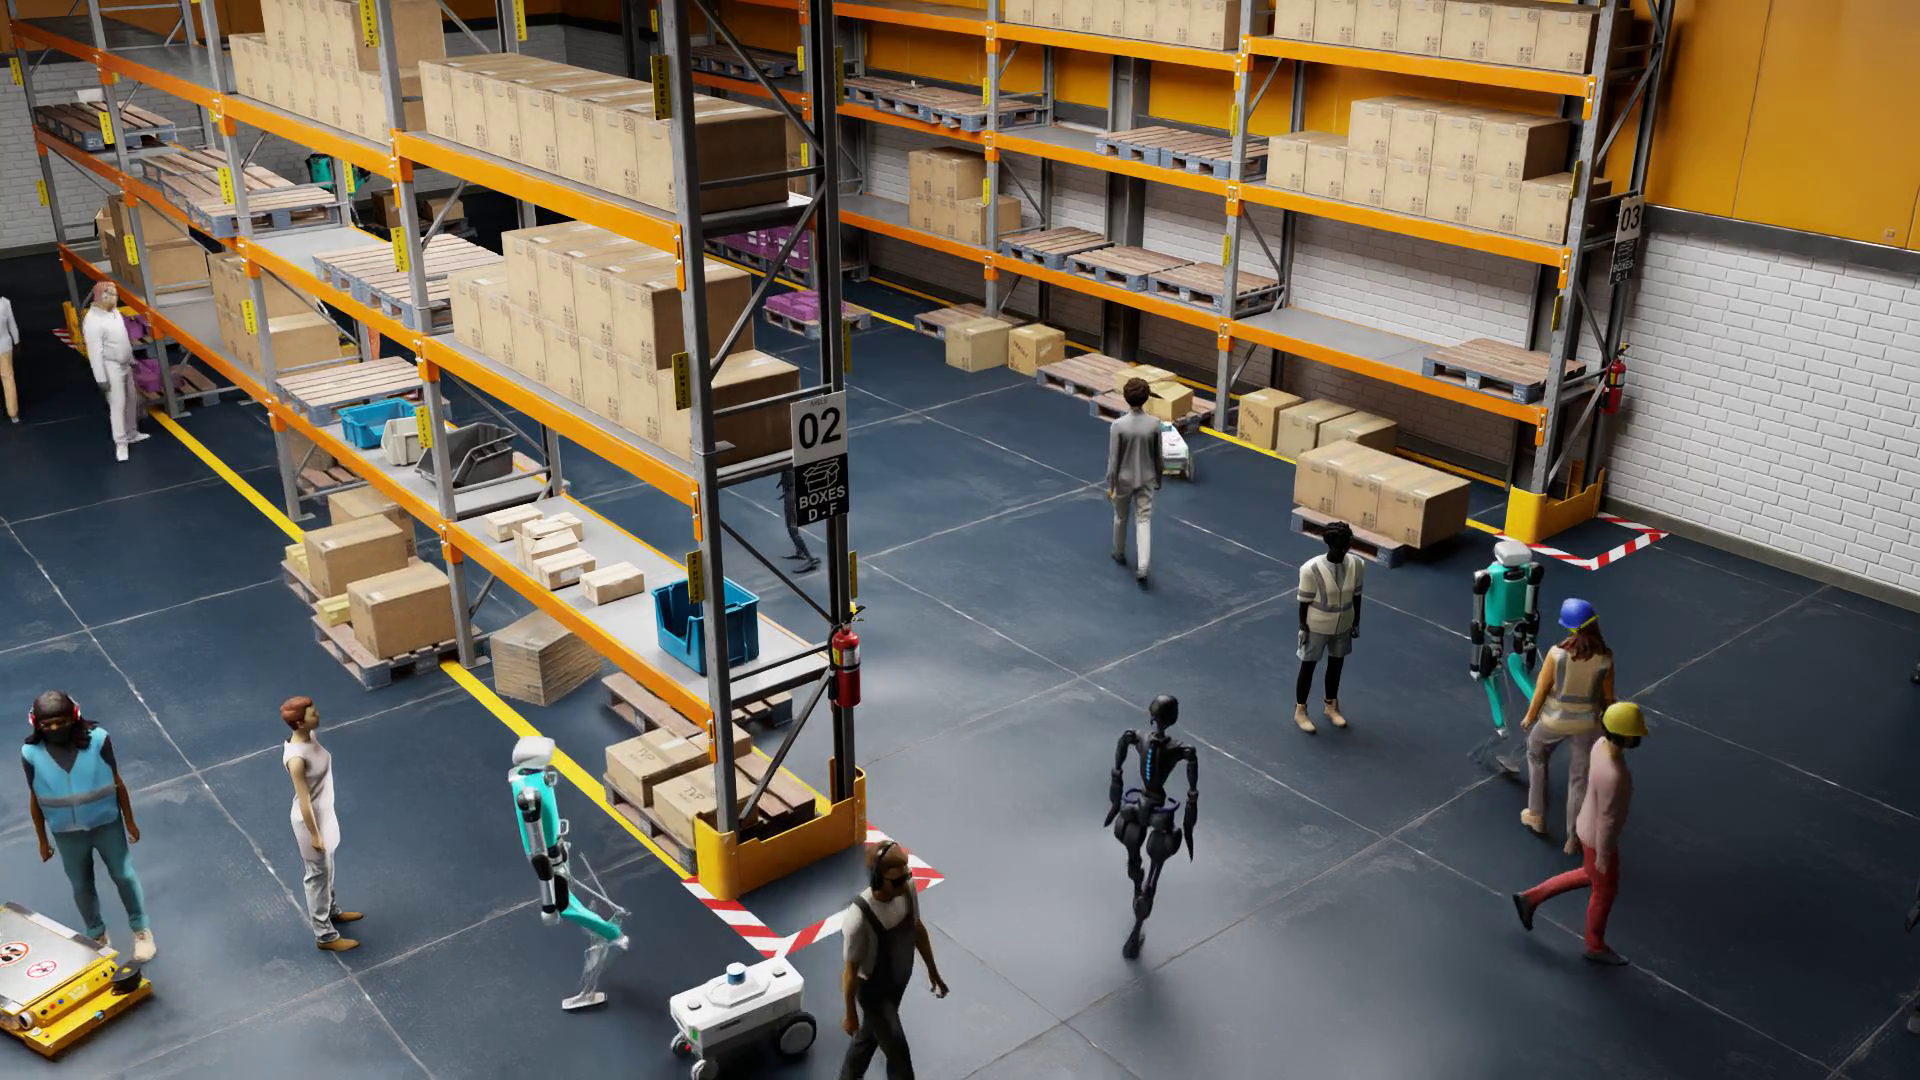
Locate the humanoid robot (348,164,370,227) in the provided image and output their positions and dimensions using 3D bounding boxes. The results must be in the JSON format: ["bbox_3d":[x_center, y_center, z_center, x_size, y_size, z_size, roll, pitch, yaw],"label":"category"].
[{"bbox_3d":[-10.321,-6.177,28.098,0.581,1.771,0.869,11,26,24],"label":"humanoid robot"}]

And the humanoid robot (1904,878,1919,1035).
[{"bbox_3d":[5.566,2.051,9.130,0.608,1.654,0.319,12,26,26],"label":"humanoid robot"}]

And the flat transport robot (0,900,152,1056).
[{"bbox_3d":[-5.501,2.541,9.760,1.431,0.231,0.659,13,26,27],"label":"flat transport robot"}]

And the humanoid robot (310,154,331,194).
[{"bbox_3d":[-10.327,-5.715,27.102,0.595,1.652,0.346,10,25,22],"label":"humanoid robot"}]

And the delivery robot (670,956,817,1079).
[{"bbox_3d":[-1.203,2.618,9.237,0.790,0.608,0.499,-15,27,-30],"label":"delivery robot"}]

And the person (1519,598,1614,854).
[{"bbox_3d":[4.015,1.210,10.966,0.603,1.742,0.494,5,24,11],"label":"person"}]

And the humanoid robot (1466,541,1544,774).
[{"bbox_3d":[3.894,0.926,11.672,0.552,1.801,0.834,-7,24,-15],"label":"humanoid robot"}]

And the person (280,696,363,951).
[{"bbox_3d":[-3.849,1.684,9.983,0.280,1.662,0.457,-5,24,-11],"label":"person"}]

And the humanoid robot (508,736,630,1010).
[{"bbox_3d":[-2.124,1.939,9.386,0.704,1.859,0.544,-5,24,-11],"label":"humanoid robot"}]

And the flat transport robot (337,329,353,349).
[{"bbox_3d":[-8.594,-2.665,21.815,0.659,0.231,1.431,-21,31,-39],"label":"flat transport robot"}]

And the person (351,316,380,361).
[{"bbox_3d":[-7.175,-2.738,20.109,0.499,1.759,0.339,14,27,30],"label":"person"}]

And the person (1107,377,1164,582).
[{"bbox_3d":[1.574,-0.552,14.914,0.539,1.866,0.876,-1,23,-3],"label":"person"}]

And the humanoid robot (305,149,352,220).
[{"bbox_3d":[-9.761,-5.248,26.068,0.539,1.883,0.707,9,25,19],"label":"humanoid robot"}]

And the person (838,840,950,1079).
[{"bbox_3d":[-0.300,2.298,8.389,0.955,1.795,0.533,14,27,29],"label":"person"}]

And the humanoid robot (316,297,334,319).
[{"bbox_3d":[-8.930,-3.883,22.887,0.836,1.851,0.549,15,28,32],"label":"humanoid robot"}]

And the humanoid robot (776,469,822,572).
[{"bbox_3d":[-1.512,-0.539,15.122,0.437,1.636,0.611,-6,24,-13],"label":"humanoid robot"}]

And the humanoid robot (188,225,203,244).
[{"bbox_3d":[-10.736,-4.029,23.205,0.440,1.649,0.589,-5,24,-11],"label":"humanoid robot"}]

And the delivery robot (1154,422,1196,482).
[{"bbox_3d":[2.165,-0.940,17.450,0.499,0.587,0.789,-2,23,-5],"label":"delivery robot"}]

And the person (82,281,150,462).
[{"bbox_3d":[-9.088,-1.835,17.885,0.392,1.884,0.890,-4,24,-9],"label":"person"}]

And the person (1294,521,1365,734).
[{"bbox_3d":[2.740,0.633,12.379,0.533,1.693,0.320,-7,24,-15],"label":"person"}]

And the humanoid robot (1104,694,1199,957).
[{"bbox_3d":[1.156,1.662,10.047,0.598,1.631,0.708,12,26,26],"label":"humanoid robot"}]

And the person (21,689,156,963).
[{"bbox_3d":[-5.119,1.688,9.752,0.537,1.854,0.429,-10,25,-22],"label":"person"}]

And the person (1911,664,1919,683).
[{"bbox_3d":[7.812,0.263,12.955,0.547,1.924,0.387,13,27,28],"label":"person"}]

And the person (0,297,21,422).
[{"bbox_3d":[-11.040,-2.235,18.983,0.574,1.725,0.716,-14,27,-30],"label":"person"}]

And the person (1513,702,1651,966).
[{"bbox_3d":[3.712,1.716,9.806,0.629,1.748,0.527,6,24,13],"label":"person"}]

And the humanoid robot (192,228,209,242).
[{"bbox_3d":[-11.219,-4.450,24.243,0.809,1.623,0.598,3,24,6],"label":"humanoid robot"}]
